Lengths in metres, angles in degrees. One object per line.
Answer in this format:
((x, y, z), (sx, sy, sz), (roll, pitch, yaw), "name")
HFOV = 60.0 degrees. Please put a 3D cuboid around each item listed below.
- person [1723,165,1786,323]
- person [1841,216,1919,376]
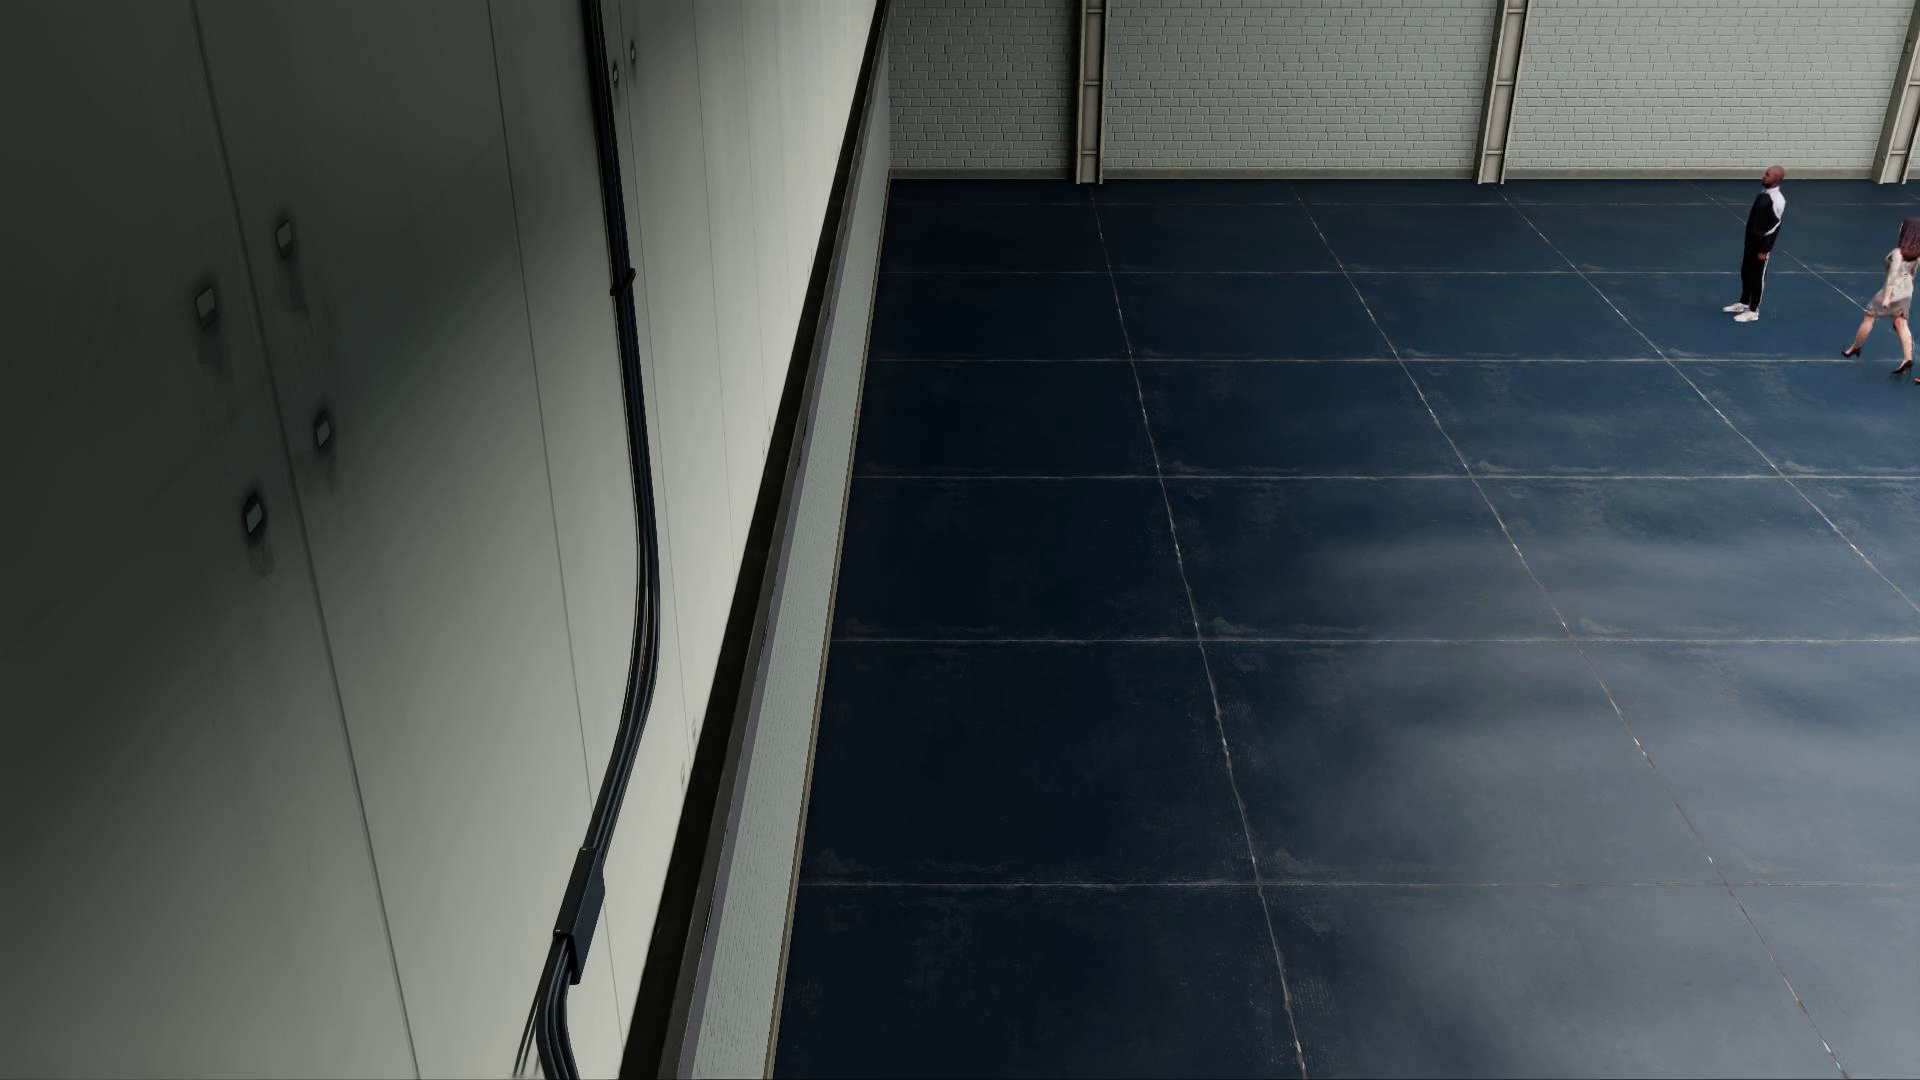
((9.360, -3.483, 19.440), (0.540, 1.828, 0.668), (2, 28, 3), "person")
((10.115, -2.577, 17.869), (1.124, 1.706, 0.954), (-12, 30, -21), "person")
